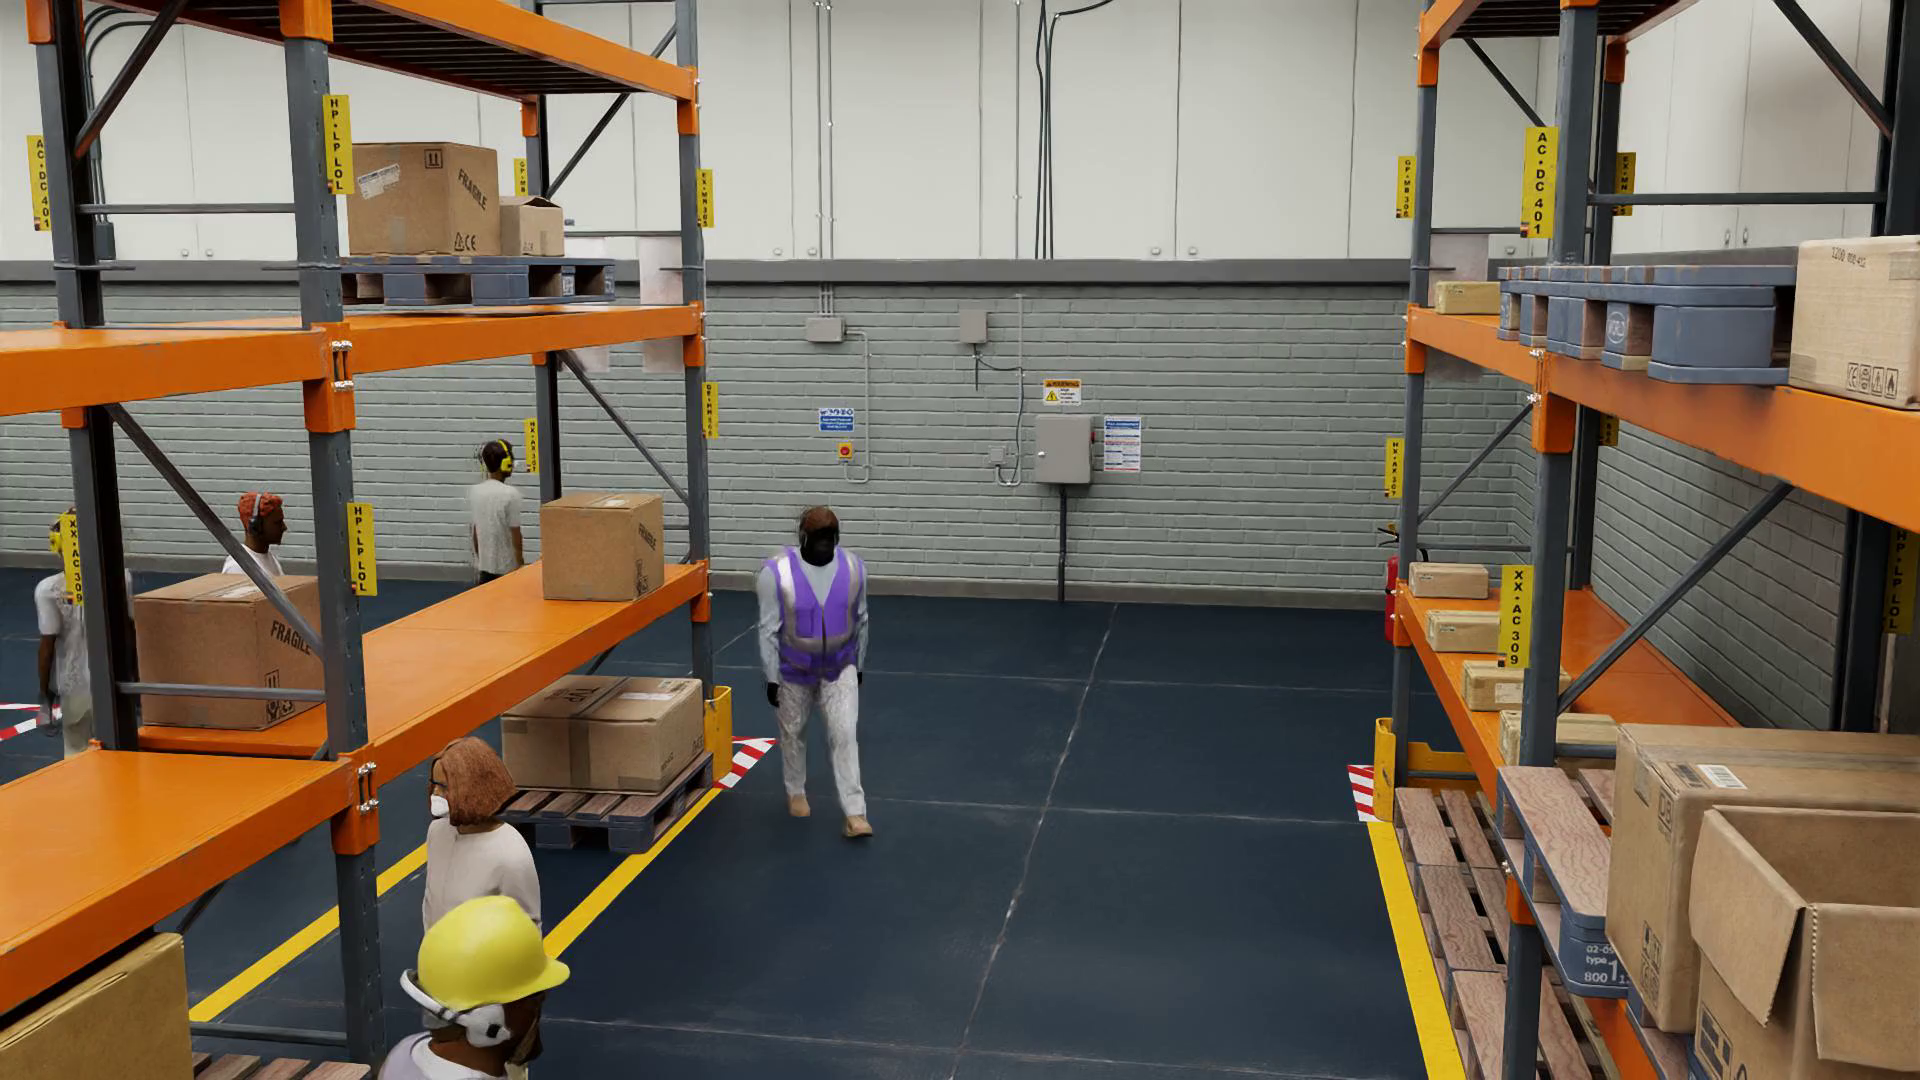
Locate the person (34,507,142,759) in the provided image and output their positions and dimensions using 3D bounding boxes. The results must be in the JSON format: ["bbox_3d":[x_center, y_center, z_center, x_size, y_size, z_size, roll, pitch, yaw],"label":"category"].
[{"bbox_3d":[-4.336,0.767,8.369,0.549,1.849,0.572,5,11,30],"label":"person"}]

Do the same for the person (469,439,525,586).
[{"bbox_3d":[-3.210,0.215,11.729,0.556,1.856,0.405,6,11,32],"label":"person"}]

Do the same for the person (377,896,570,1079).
[{"bbox_3d":[-0.933,1.594,3.307,0.404,1.829,0.600,-6,11,-34],"label":"person"}]

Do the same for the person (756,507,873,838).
[{"bbox_3d":[-0.776,0.700,8.980,0.632,1.787,0.923,-3,10,-17],"label":"person"}]

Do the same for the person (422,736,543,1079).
[{"bbox_3d":[-1.479,1.400,5.112,0.507,1.633,0.276,7,12,38],"label":"person"}]

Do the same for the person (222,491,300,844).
[{"bbox_3d":[-3.697,0.676,8.831,0.358,1.880,0.576,-1,9,-5],"label":"person"}]
